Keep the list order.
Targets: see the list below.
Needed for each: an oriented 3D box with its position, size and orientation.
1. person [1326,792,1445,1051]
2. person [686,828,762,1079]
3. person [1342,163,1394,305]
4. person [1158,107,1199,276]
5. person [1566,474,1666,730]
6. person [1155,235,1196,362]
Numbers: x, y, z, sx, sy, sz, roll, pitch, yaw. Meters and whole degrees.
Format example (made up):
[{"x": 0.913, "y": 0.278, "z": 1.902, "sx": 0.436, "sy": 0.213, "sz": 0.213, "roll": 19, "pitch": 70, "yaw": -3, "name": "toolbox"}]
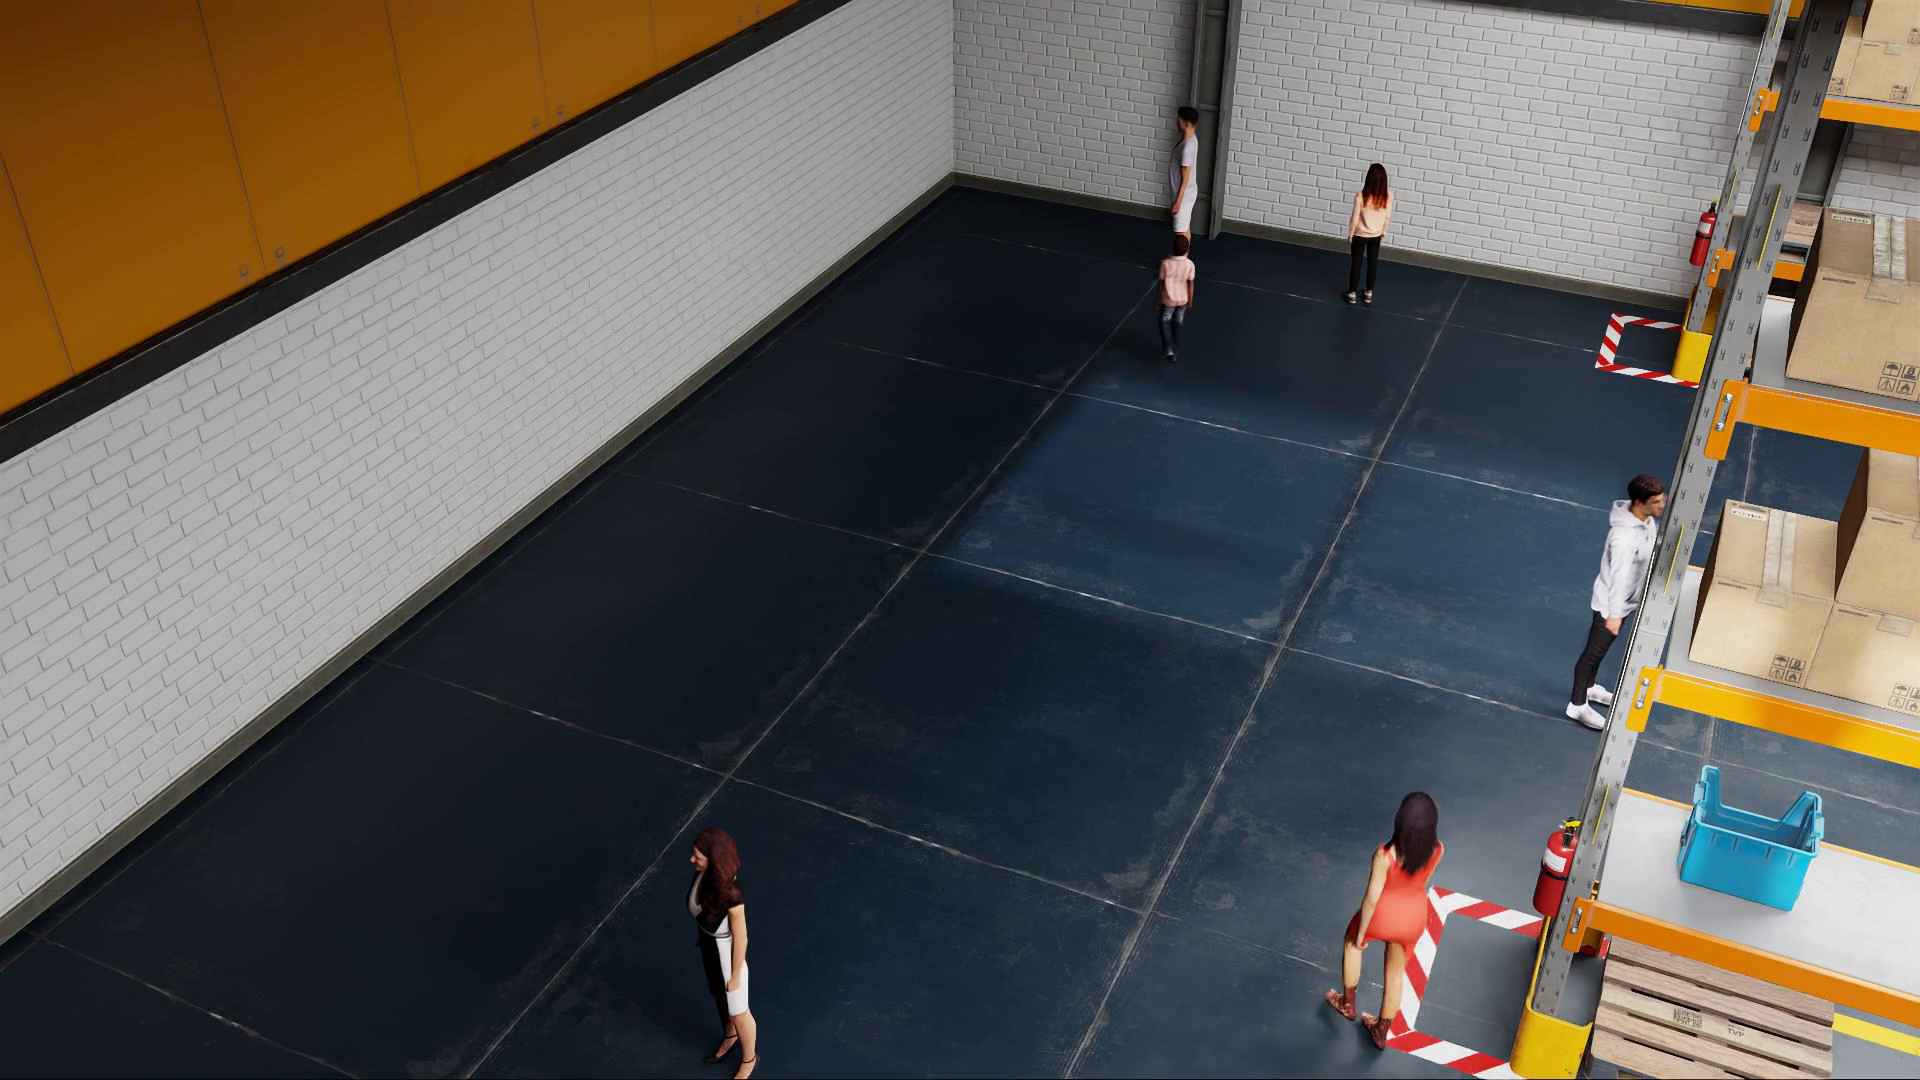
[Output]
[{"x": 2.378, "y": 2.112, "z": 8.947, "sx": 0.757, "sy": 1.702, "sz": 0.815, "roll": -8, "pitch": 34, "yaw": -11, "name": "person"}, {"x": -1.242, "y": 2.190, "z": 8.745, "sx": 0.709, "sy": 1.796, "sz": 0.592, "roll": -20, "pitch": 39, "yaw": -27, "name": "person"}, {"x": 4.181, "y": -3.144, "z": 17.051, "sx": 0.614, "sy": 1.484, "sz": 0.703, "roll": -6, "pitch": 34, "yaw": -10, "name": "person"}, {"x": 2.350, "y": -3.649, "z": 17.481, "sx": 0.666, "sy": 1.849, "sz": 0.734, "roll": 6, "pitch": 34, "yaw": 9, "name": "person"}, {"x": 4.461, "y": 0.385, "z": 11.338, "sx": 0.636, "sy": 1.931, "sz": 0.704, "roll": 19, "pitch": 38, "yaw": 26, "name": "person"}, {"x": 2.059, "y": -2.286, "z": 15.926, "sx": 0.640, "sy": 1.300, "sz": 0.696, "roll": -2, "pitch": 34, "yaw": -2, "name": "person"}]
